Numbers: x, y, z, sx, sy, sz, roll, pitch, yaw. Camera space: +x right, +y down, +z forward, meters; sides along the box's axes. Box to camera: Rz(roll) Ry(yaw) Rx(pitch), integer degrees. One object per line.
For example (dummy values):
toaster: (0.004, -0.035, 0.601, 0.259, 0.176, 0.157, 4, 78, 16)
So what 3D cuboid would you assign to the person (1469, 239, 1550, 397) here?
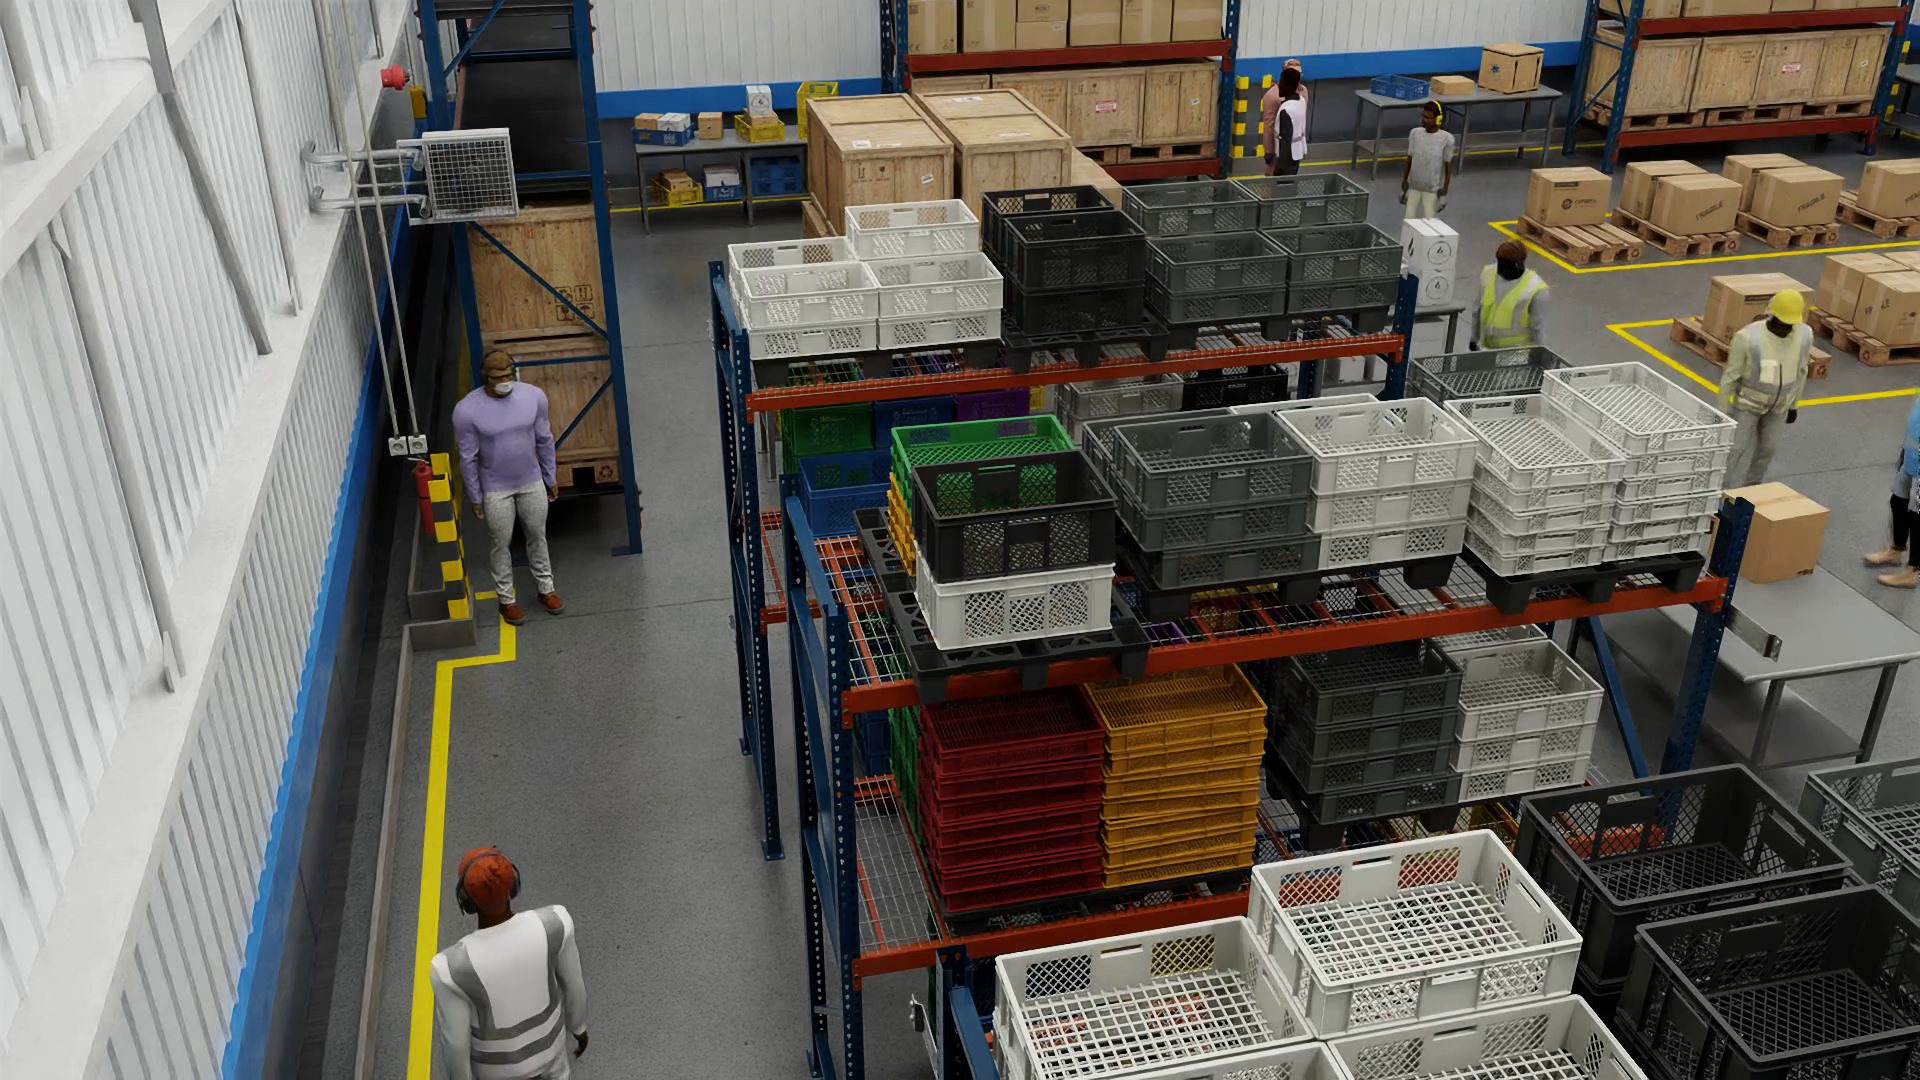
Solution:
person: (4.453, -1.584, 13.407, 0.658, 1.806, 0.683, -19, 33, -32)

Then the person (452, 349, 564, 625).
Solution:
person: (-2.951, -0.364, 10.944, 0.627, 1.933, 0.367, -16, 32, -28)

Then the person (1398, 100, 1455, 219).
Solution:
person: (4.782, -3.599, 17.151, 0.520, 1.864, 0.333, 19, 33, 32)

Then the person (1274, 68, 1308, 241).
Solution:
person: (3.588, -4.188, 18.208, 0.394, 1.919, 0.591, 12, 30, 21)

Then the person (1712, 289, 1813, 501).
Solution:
person: (5.913, -1.024, 12.327, 0.625, 1.806, 0.477, 0, 28, -1)

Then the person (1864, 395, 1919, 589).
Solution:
person: (6.628, -0.474, 11.401, 0.321, 1.690, 0.611, 3, 28, 5)

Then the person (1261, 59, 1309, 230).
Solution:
person: (3.659, -4.427, 18.676, 0.641, 1.908, 0.407, -20, 34, -33)

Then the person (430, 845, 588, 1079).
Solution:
person: (-1.727, 1.996, 6.511, 0.584, 1.883, 0.337, -20, 34, -33)
